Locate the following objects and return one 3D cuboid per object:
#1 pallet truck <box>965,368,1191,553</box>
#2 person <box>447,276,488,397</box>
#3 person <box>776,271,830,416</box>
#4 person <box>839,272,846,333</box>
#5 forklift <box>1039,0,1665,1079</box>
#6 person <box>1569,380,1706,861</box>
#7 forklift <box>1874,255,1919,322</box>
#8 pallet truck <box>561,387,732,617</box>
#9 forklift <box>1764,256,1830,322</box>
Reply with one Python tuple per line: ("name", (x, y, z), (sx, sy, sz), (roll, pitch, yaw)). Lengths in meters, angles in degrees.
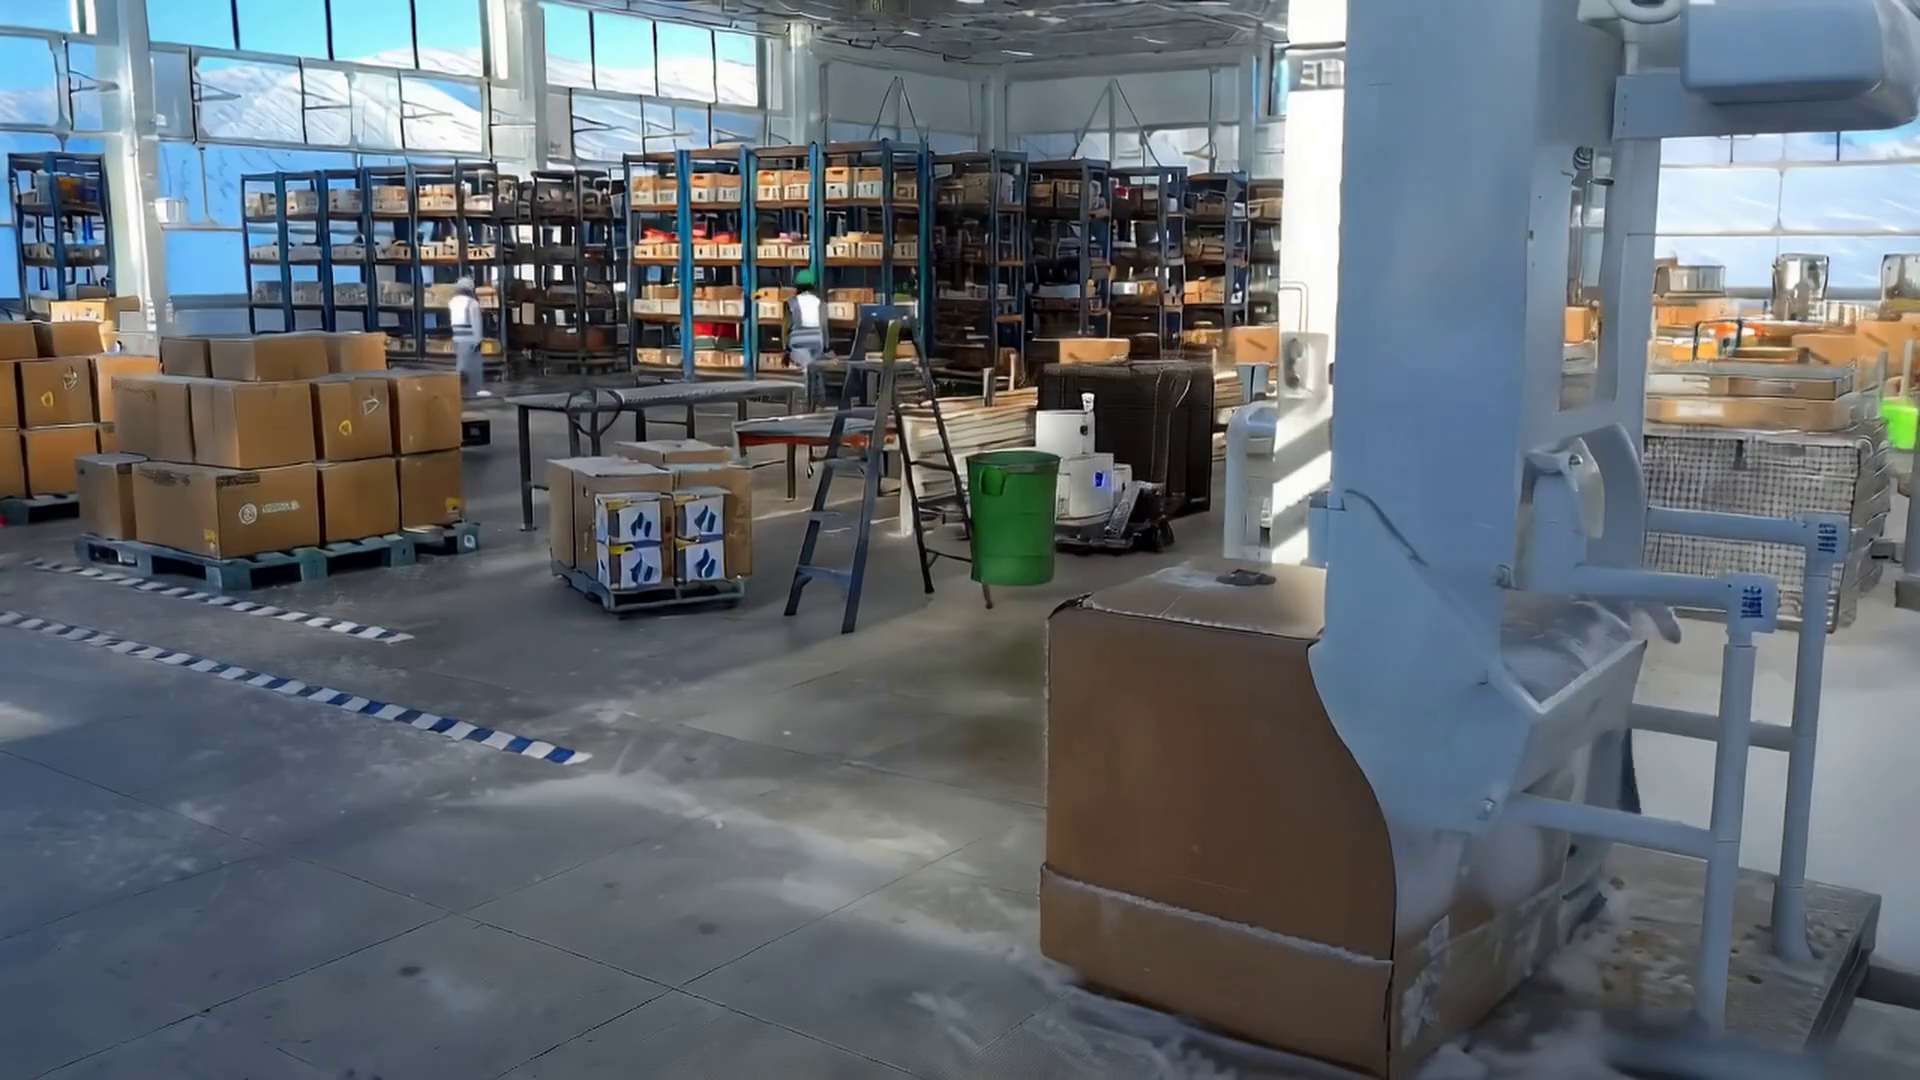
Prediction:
("pallet truck", (0.845, -0.609, 11.869), (1.630, 1.274, 0.653), (7, 12, 35))
("person", (-7.347, -2.999, 24.599), (0.588, 1.804, 0.707), (4, 10, 24))
("person", (-1.981, -2.426, 20.931), (0.602, 1.896, 1.018), (-7, 12, -37))
("person", (-2.525, -4.529, 33.715), (0.804, 1.813, 0.565), (-9, 13, -44))
("forklift", (1.249, -0.137, 4.360), (1.873, 2.768, 1.129), (7, 12, 35))
("person", (2.091, 0.265, 5.638), (0.898, 1.649, 0.528), (6, 11, 34))
("forklift", (22.089, -5.634, 38.796), (1.157, 1.987, 2.680), (6, 11, 33))
("pallet truck", (-1.981, -0.274, 10.088), (0.680, 1.201, 1.601), (-5, 11, -28))
("forklift", (20.253, -5.854, 40.139), (1.157, 1.987, 2.680), (7, 12, 35))
